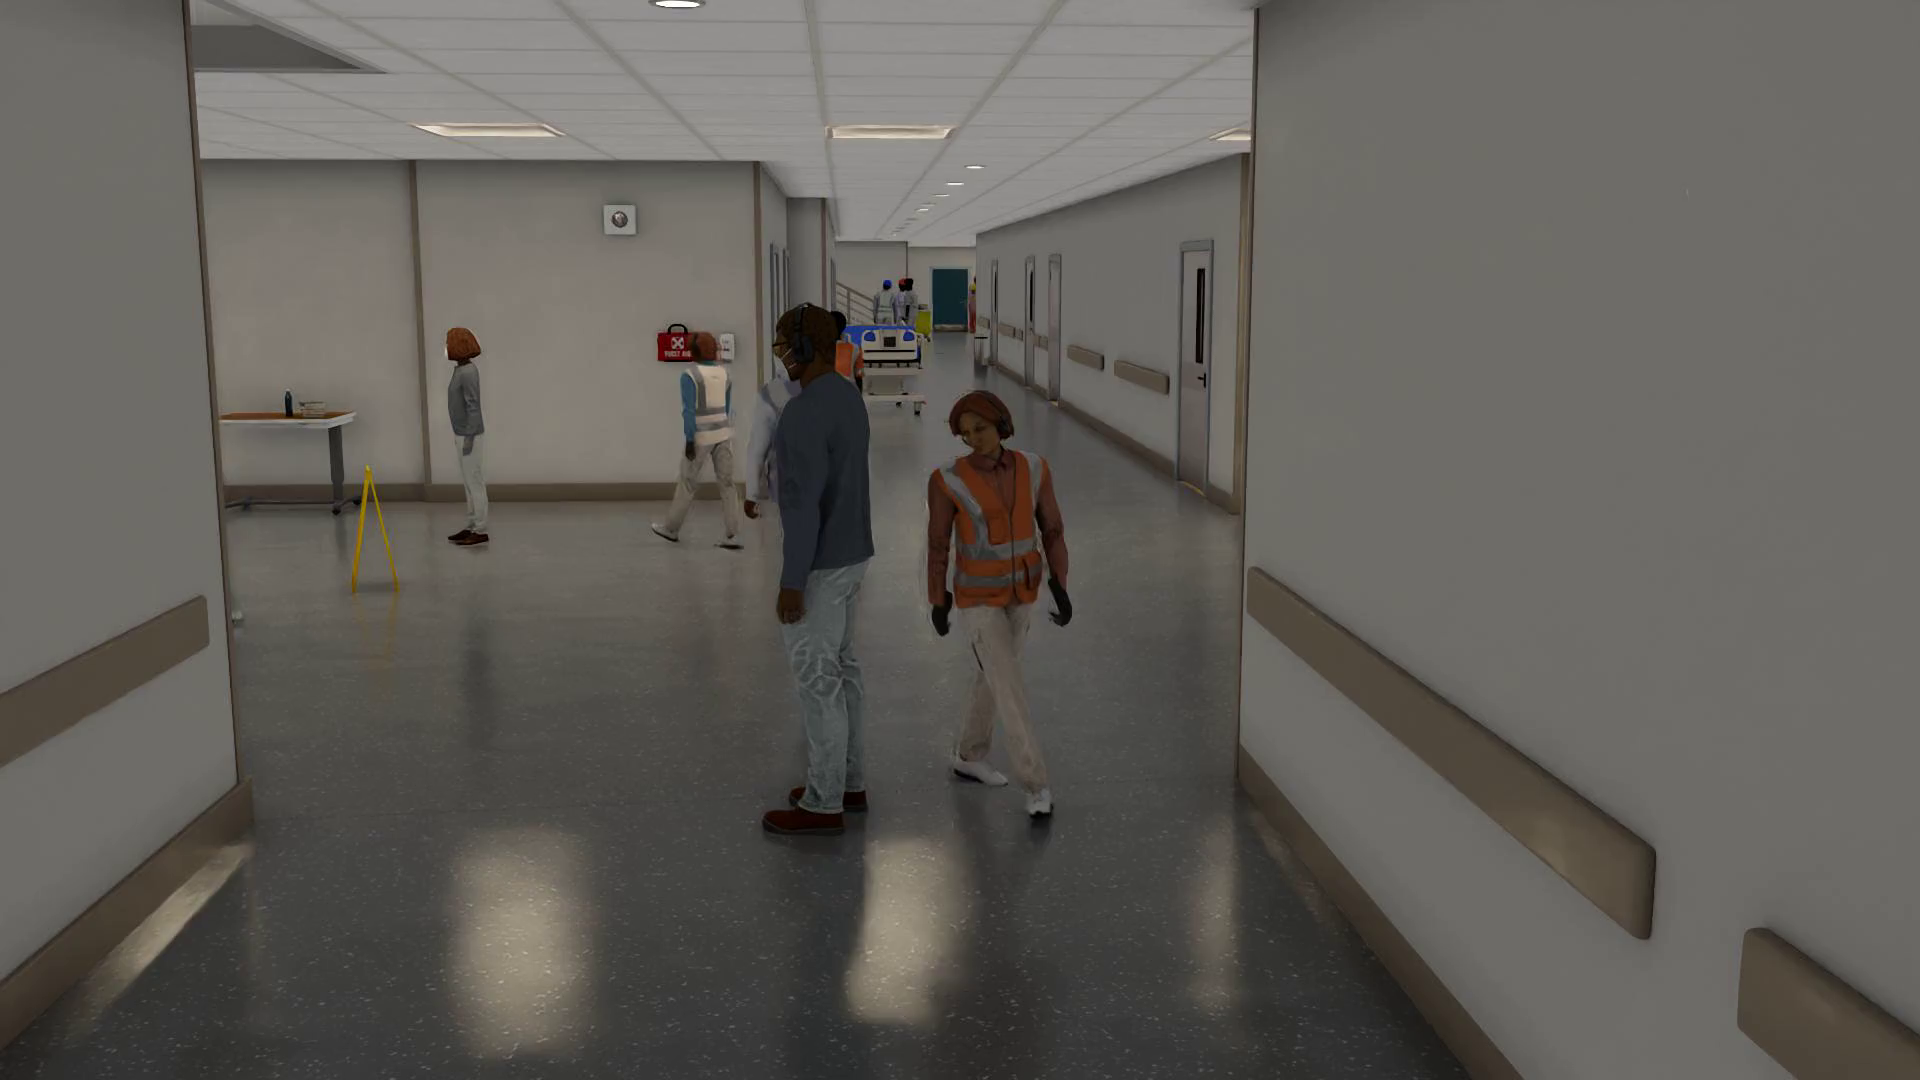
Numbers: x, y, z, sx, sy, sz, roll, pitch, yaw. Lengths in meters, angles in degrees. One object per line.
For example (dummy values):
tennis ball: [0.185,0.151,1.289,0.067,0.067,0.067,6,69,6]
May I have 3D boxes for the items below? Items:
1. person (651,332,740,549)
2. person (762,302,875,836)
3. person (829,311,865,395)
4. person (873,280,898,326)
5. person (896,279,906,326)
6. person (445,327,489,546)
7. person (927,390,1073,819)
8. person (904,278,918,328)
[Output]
person: [-1.943,-0.746,12.398,0.830,1.593,0.546,7,11,38]
person: [-0.510,0.102,6.088,0.382,1.928,0.634,2,9,11]
person: [-1.135,-1.264,15.370,0.540,1.696,0.317,-4,10,-26]
person: [-1.936,-5.797,43.184,0.630,1.893,0.834,0,9,1]
person: [-1.533,-5.966,44.160,0.375,1.930,0.542,-2,9,-13]
person: [-3.716,-0.774,12.491,0.283,1.633,0.497,-4,10,-25]
person: [0.150,0.231,6.317,0.497,1.589,0.755,-6,11,-32]
person: [-1.294,-5.851,43.384,0.388,1.950,0.621,3,10,19]
